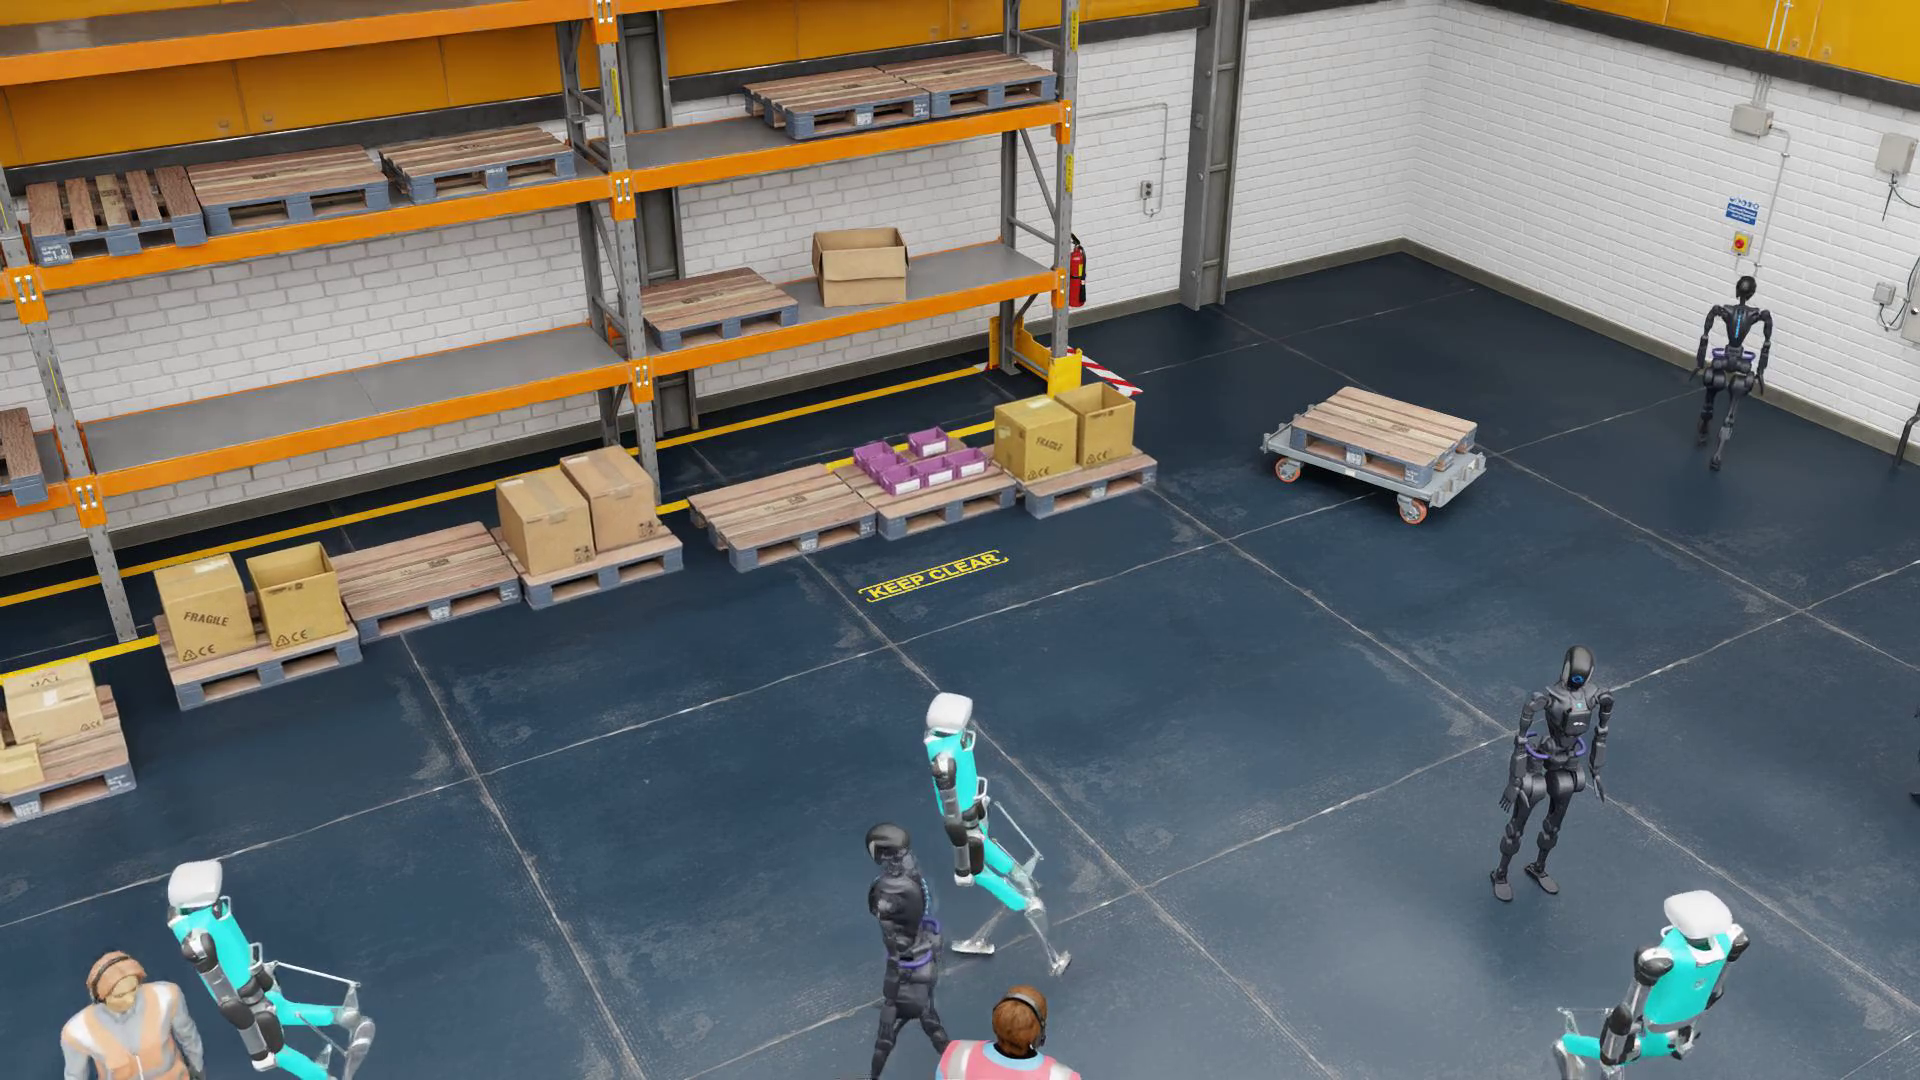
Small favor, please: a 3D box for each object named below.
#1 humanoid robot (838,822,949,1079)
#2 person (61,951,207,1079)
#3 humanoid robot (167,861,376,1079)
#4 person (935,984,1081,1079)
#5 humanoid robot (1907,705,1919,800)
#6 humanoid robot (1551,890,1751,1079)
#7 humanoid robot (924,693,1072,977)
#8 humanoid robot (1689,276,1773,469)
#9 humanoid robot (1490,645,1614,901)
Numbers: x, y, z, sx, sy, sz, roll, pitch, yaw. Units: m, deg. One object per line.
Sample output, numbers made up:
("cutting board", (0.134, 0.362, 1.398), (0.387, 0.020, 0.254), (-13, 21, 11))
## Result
("humanoid robot", (-0.269, 2.046, 7.961), (0.749, 1.629, 0.613), (6, 30, 10))
("person", (-3.519, 2.479, 7.218), (0.541, 1.601, 0.798), (-17, 34, -28))
("humanoid robot", (-3.053, 2.158, 7.678), (0.835, 1.781, 0.530), (-11, 31, -18))
("person", (0.216, 2.563, 6.854), (0.629, 1.837, 0.431), (9, 31, 16))
("humanoid robot", (6.030, 0.960, 9.842), (0.588, 1.640, 0.397), (5, 30, 9))
("humanoid robot", (3.047, 2.187, 7.620), (0.531, 1.792, 0.750), (-10, 31, -16))
("humanoid robot", (0.275, 1.616, 8.694), (0.910, 1.835, 0.566), (3, 30, 6))
("humanoid robot", (6.580, -1.479, 14.202), (0.596, 1.623, 0.777), (13, 32, 22))
("humanoid robot", (3.304, 1.290, 9.249), (0.599, 1.653, 0.315), (-5, 30, -8))
